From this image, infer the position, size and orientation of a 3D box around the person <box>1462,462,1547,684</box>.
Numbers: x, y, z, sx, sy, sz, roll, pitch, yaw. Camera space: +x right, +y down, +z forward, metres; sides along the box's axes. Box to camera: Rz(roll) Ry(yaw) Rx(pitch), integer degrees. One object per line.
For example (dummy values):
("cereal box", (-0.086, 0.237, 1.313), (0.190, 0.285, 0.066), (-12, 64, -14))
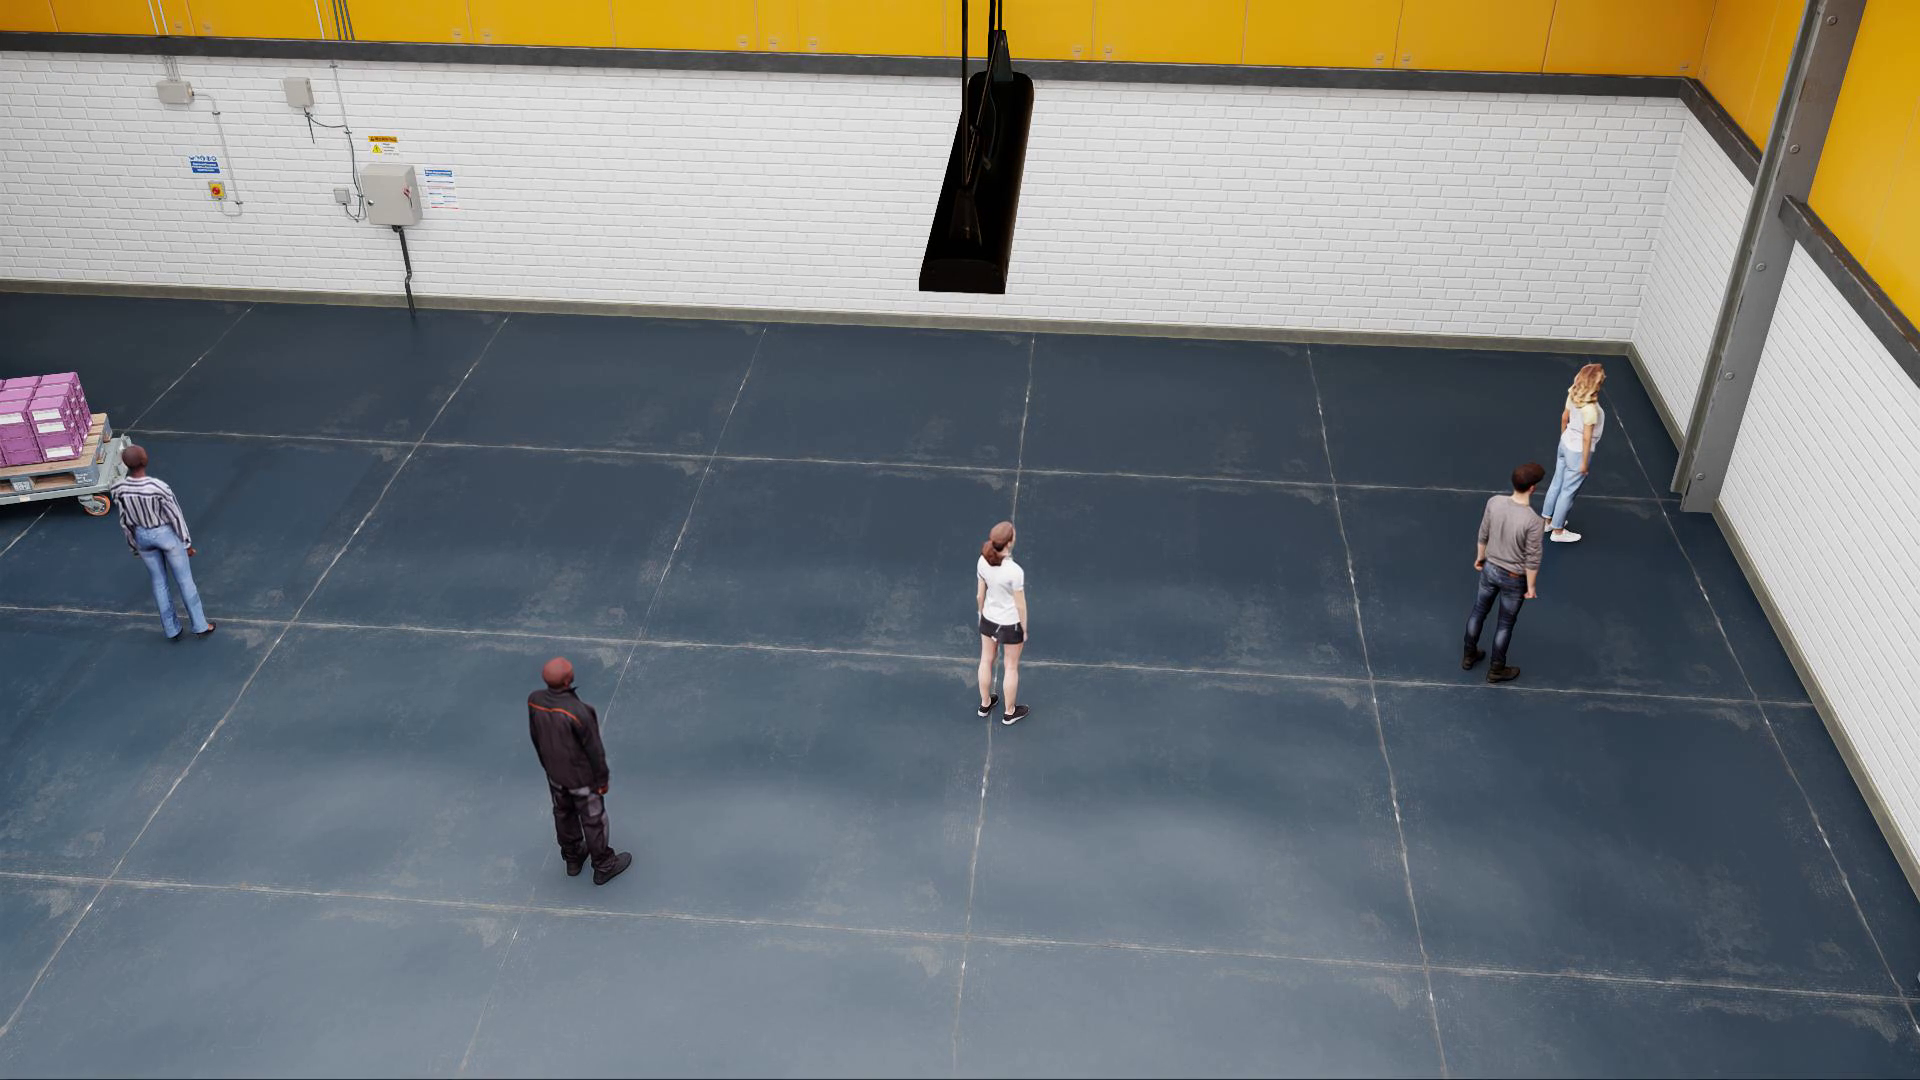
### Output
("person", (4.229, 0.248, 12.920), (0.834, 1.903, 0.766), (-24, 40, -31))

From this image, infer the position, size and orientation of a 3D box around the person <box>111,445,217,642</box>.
("person", (-6.414, 0.036, 13.337), (0.661, 1.794, 0.586), (-2, 34, -2))

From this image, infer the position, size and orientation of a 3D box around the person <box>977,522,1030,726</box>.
("person", (0.311, 0.621, 12.494), (0.652, 1.752, 0.684), (18, 38, 26))

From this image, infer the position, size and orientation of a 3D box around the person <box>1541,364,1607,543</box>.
("person", (5.401, -0.776, 14.622), (0.737, 1.723, 0.563), (-5, 34, -7))

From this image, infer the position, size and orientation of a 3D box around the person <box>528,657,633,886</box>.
("person", (-2.582, 1.525, 11.069), (0.764, 1.825, 0.712), (14, 36, 20))
